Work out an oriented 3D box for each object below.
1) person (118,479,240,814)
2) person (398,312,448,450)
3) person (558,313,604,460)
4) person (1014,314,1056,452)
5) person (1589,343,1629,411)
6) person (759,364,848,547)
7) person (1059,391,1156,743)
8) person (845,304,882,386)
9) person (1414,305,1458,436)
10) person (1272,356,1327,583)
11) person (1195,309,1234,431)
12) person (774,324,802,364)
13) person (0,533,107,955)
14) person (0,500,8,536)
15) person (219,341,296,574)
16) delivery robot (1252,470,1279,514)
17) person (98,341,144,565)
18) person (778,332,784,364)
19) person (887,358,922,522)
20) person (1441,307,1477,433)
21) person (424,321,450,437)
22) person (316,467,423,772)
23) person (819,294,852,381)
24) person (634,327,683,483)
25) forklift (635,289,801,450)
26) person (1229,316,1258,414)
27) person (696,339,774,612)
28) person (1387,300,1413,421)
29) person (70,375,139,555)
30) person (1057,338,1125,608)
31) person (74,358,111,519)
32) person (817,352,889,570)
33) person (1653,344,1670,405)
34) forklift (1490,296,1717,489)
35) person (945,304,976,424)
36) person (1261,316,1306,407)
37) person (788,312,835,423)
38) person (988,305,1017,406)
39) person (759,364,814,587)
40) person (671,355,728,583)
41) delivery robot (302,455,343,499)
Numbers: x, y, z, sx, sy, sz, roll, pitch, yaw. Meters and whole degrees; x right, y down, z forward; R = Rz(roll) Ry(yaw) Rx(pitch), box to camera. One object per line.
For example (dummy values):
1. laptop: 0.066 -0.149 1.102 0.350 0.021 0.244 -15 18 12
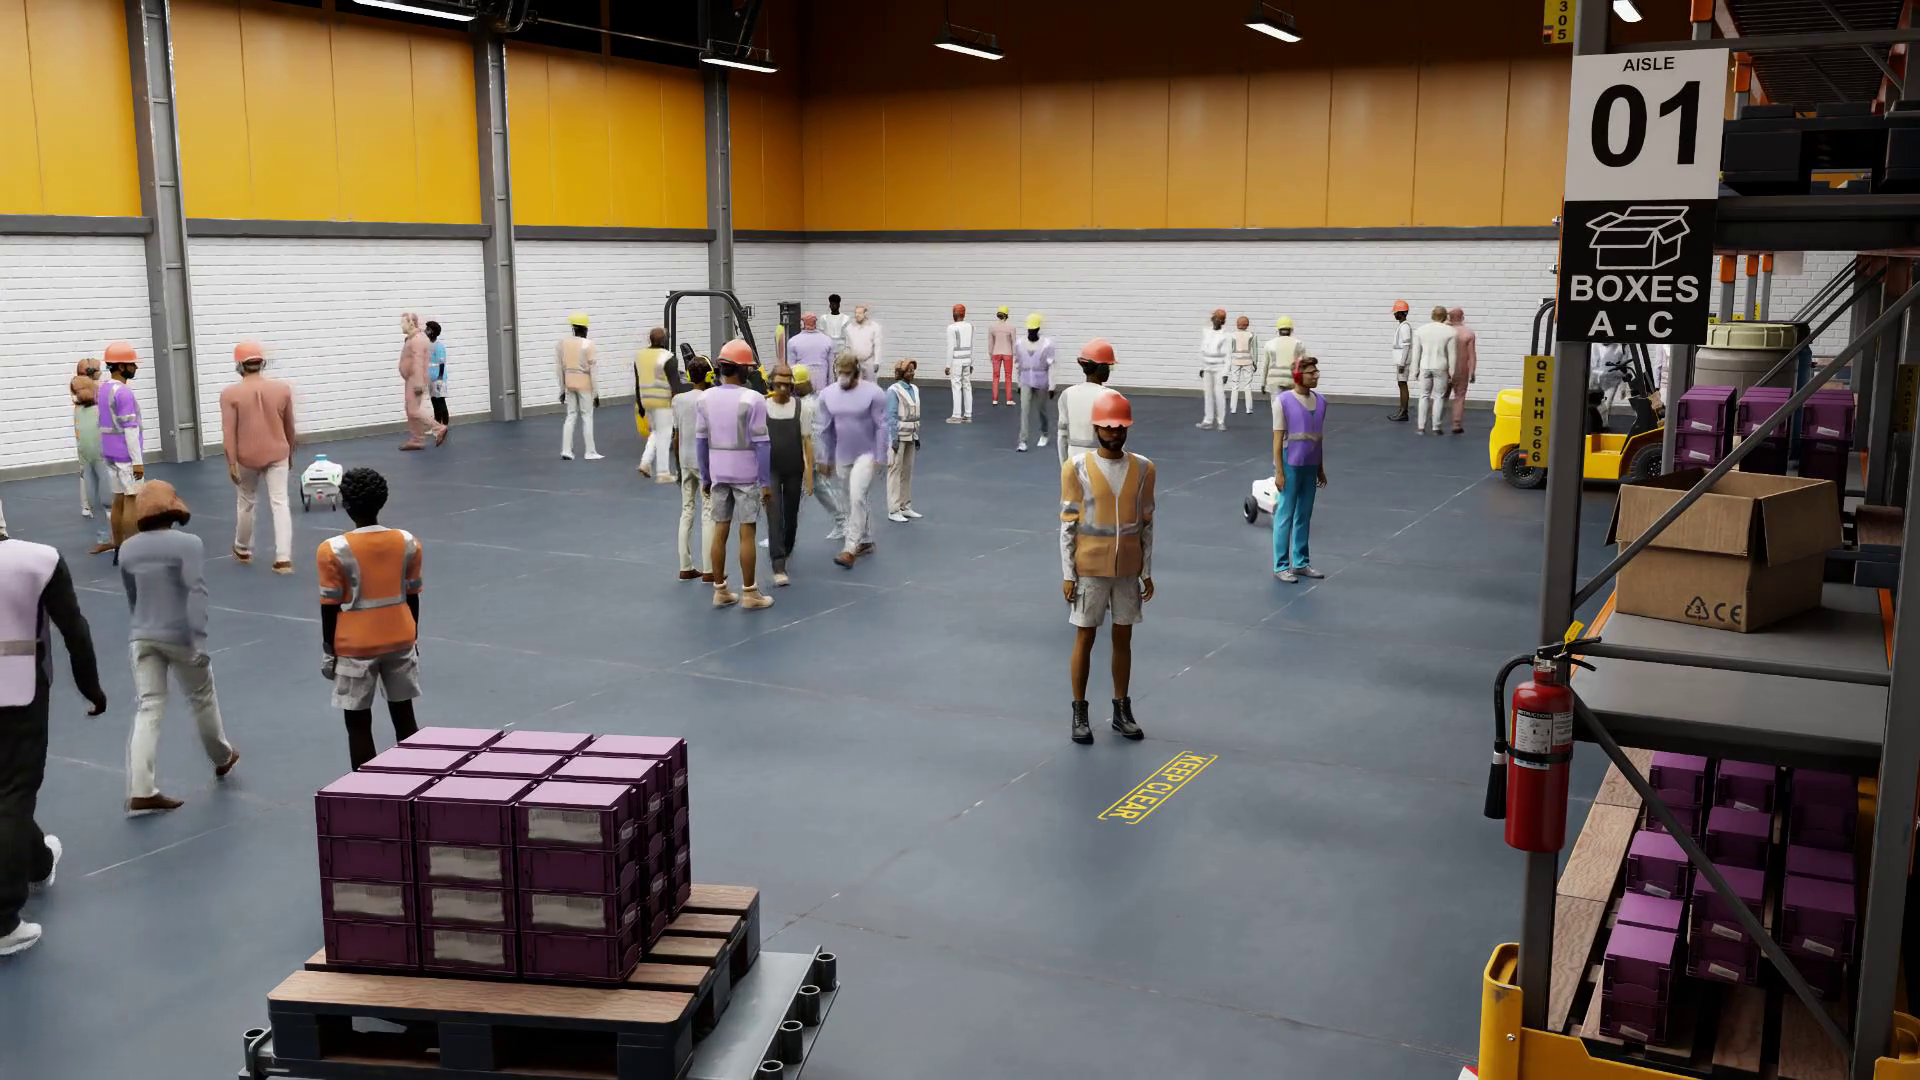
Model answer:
1. person: -3.843 0.495 8.173 0.559 1.576 0.837 2 10 11
2. person: -7.358 -2.147 22.602 0.546 1.886 0.660 -5 11 -25
3. person: -4.976 -1.965 21.599 0.649 1.931 0.665 4 11 24
4. person: 1.047 -2.170 22.826 0.600 1.865 1.057 3 10 17
5. person: 8.830 -2.132 22.877 0.612 1.777 0.978 8 13 39
6. person: -1.403 -0.791 15.353 0.926 1.682 0.498 -4 11 -22
7. person: 0.821 0.151 9.156 0.545 1.938 0.356 -2 10 -14
8. person: -1.567 -2.895 27.015 0.636 1.867 0.985 2 10 11
9. person: 7.008 -2.496 24.551 0.653 1.923 0.402 7 12 34
10. person: 2.779 -0.585 13.672 0.564 1.849 0.390 -7 12 -37
11. person: 3.840 -2.586 25.327 0.368 1.853 0.754 -8 12 -37
12. person: -2.667 -2.787 26.434 0.429 1.846 0.633 -9 13 -41
13. person: -3.804 0.629 6.625 0.615 1.853 1.044 -2 10 -12
14. person: -6.461 -0.011 10.972 0.284 1.633 0.500 0 10 2
15. person: -5.939 -0.707 14.109 0.624 1.939 1.009 -7 12 -35
16. delivery robot: 3.135 -0.446 16.336 0.477 0.478 0.707 -2 10 -9
17. person: -7.114 -0.724 14.222 0.552 1.936 0.360 9 13 42
18. person: -2.662 -2.659 25.928 0.329 1.765 0.526 -6 11 -30
19. person: -0.564 -1.010 16.731 0.314 1.642 0.514 5 11 28
20. person: 7.344 -2.520 24.771 0.671 1.892 0.503 7 12 34
21. person: -7.686 -2.358 24.366 0.317 1.700 0.537 -8 12 -38
22. person: -2.768 0.499 7.860 0.321 1.689 0.530 8 12 38
23. person: -2.220 -3.384 29.559 0.602 1.958 0.380 0 10 2
24. person: -3.508 -1.572 19.463 0.643 1.832 0.436 8 12 37
25. forklift: -3.358 -2.392 23.136 2.313 2.155 1.214 -1 10 -5
26. person: 4.711 -2.917 27.785 0.522 1.636 0.310 2 10 11
27. person: -1.678 -0.485 12.533 0.615 2.040 0.391 5 11 25
28. person: 7.060 -2.868 26.647 0.376 1.934 0.546 2 10 12
29. person: -7.684 -0.688 14.974 0.521 1.605 0.530 4 11 24
30. person: 1.019 -0.509 12.666 0.395 2.044 0.609 -9 13 -43
31. person: -8.795 -1.026 16.858 0.312 1.633 0.519 -9 13 -42
32. person: -0.931 -0.690 14.324 0.640 1.833 1.140 4 11 21
33. person: 9.577 -2.051 22.188 0.626 1.843 0.429 3 10 14
34. forklift: 7.296 -1.677 18.993 2.313 2.155 1.214 5 11 27
35. person: -0.004 -2.779 26.282 0.585 1.879 0.343 -9 13 -43
36. person: 4.510 -2.219 23.233 0.618 1.800 0.809 2 10 9
37. person: -1.988 -2.081 22.191 0.639 1.900 0.401 -3 10 -17
38. person: 0.756 -3.250 29.342 0.525 1.769 0.315 3 10 16
39. person: -1.468 -0.560 13.706 0.513 1.810 0.853 -2 10 -11
40. person: -2.125 -0.573 13.605 0.499 1.856 0.327 4 11 22
41. delivery robot: -6.733 -0.659 17.569 0.477 0.478 0.707 -3 10 -14
